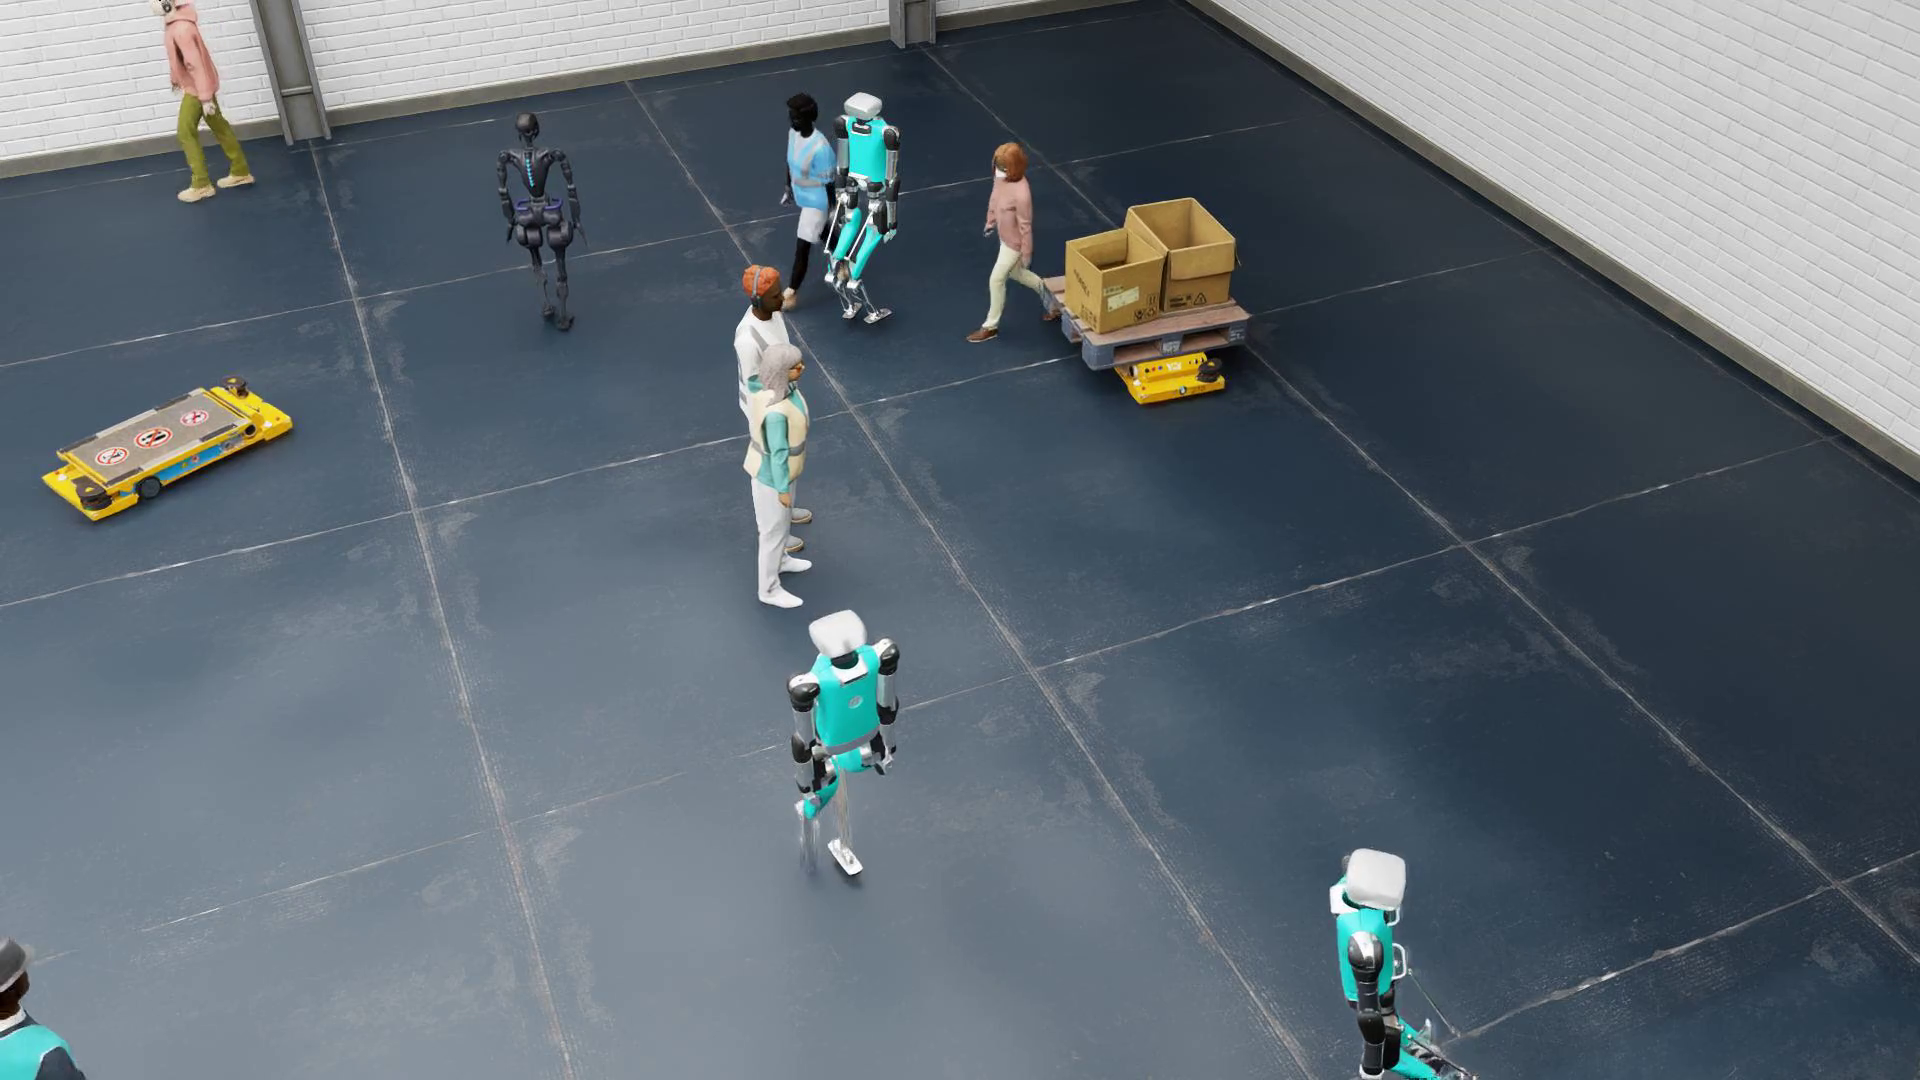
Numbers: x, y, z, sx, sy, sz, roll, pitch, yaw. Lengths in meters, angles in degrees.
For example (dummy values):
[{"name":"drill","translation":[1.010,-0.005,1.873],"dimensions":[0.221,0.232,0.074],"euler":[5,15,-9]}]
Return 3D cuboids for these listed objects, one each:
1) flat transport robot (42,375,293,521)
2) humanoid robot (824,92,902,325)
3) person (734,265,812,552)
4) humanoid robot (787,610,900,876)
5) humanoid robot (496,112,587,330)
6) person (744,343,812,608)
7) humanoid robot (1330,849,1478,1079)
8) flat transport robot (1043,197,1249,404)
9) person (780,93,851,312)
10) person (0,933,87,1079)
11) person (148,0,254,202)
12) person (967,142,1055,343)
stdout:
[{"name":"flat transport robot","translation":[-5.279,-0.631,11.095],"dimensions":[0.659,0.231,1.431],"euler":[27,45,31]},{"name":"humanoid robot","translation":[-0.775,-2.307,11.962],"dimensions":[0.533,1.677,0.735],"euler":[20,42,24]},{"name":"person","translation":[-1.132,-0.796,9.987],"dimensions":[0.355,1.882,0.575],"euler":[5,38,7]},{"name":"humanoid robot","translation":[-0.627,0.996,7.867],"dimensions":[0.543,1.909,0.733],"euler":[-21,42,-25]},{"name":"humanoid robot","translation":[-3.049,-2.330,12.149],"dimensions":[0.590,1.641,0.397],"euler":[-2,38,-2]},{"name":"person","translation":[-1.046,-0.391,9.612],"dimensions":[0.375,1.699,0.478],"euler":[2,38,3]},{"name":"humanoid robot","translation":[1.791,1.927,6.604],"dimensions":[0.829,1.818,0.538],"euler":[4,38,5]},{"name":"flat transport robot","translation":[1.346,-1.482,12.203],"dimensions":[0.659,0.231,1.431],"euler":[-12,39,-15]},{"name":"person","translation":[-1.132,-2.560,12.470],"dimensions":[0.879,1.643,0.537],"euler":[-19,42,-23]},{"name":"person","translation":[-3.246,2.146,6.142],"dimensions":[0.696,1.886,0.936],"euler":[18,41,22]},{"name":"person","translation":[-6.478,-3.744,13.885],"dimensions":[0.755,1.812,0.551],"euler":[-15,40,-18]},{"name":"person","translation":[0.432,-2.174,11.999],"dimensions":[0.723,1.596,0.555],"euler":[-9,38,-11]}]
